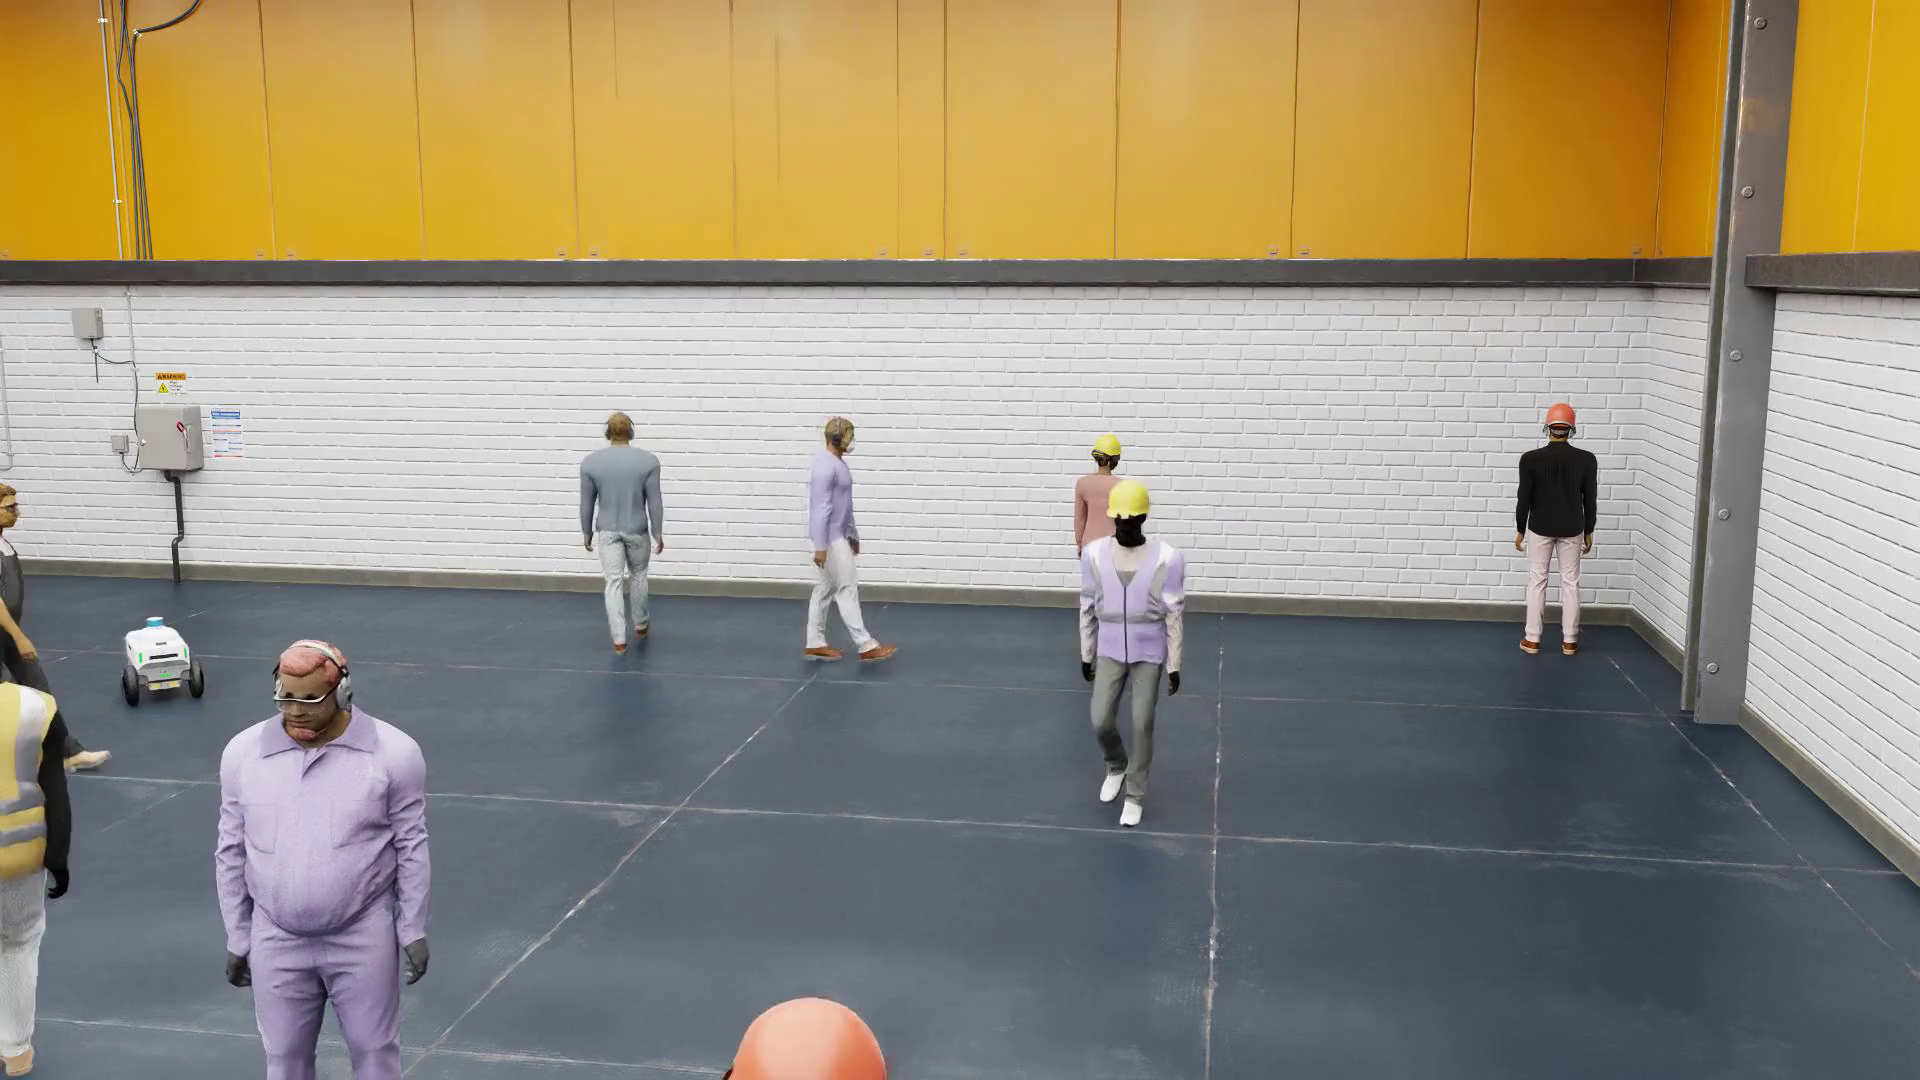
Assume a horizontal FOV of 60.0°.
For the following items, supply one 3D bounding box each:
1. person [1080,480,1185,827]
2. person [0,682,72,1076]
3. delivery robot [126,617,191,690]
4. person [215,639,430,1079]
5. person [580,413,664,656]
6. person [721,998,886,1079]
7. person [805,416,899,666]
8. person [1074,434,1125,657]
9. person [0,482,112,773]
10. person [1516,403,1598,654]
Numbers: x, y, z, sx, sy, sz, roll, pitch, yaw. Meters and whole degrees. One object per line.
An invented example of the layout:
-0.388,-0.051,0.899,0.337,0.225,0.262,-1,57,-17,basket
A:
0.937,0.610,9.121,0.594,1.911,0.453,3,10,18,person
-3.530,1.173,5.980,0.630,1.816,0.810,-6,11,-32,person
-5.733,0.794,11.881,0.477,0.478,0.707,-6,11,-32,delivery robot
-2.008,1.245,5.255,0.637,1.901,0.403,-1,9,-8,person
-2.714,-0.075,13.383,0.654,1.902,0.902,-2,9,-10,person
-0.243,1.644,2.573,0.641,1.960,0.656,0,9,0,person
-0.840,0.009,12.816,0.805,1.913,0.658,1,9,3,person
1.133,0.057,12.987,0.523,1.769,0.324,7,12,38,person
-5.575,0.558,9.804,0.837,1.805,0.516,-2,9,-12,person
4.705,-0.083,13.152,0.608,1.995,0.377,2,9,11,person
